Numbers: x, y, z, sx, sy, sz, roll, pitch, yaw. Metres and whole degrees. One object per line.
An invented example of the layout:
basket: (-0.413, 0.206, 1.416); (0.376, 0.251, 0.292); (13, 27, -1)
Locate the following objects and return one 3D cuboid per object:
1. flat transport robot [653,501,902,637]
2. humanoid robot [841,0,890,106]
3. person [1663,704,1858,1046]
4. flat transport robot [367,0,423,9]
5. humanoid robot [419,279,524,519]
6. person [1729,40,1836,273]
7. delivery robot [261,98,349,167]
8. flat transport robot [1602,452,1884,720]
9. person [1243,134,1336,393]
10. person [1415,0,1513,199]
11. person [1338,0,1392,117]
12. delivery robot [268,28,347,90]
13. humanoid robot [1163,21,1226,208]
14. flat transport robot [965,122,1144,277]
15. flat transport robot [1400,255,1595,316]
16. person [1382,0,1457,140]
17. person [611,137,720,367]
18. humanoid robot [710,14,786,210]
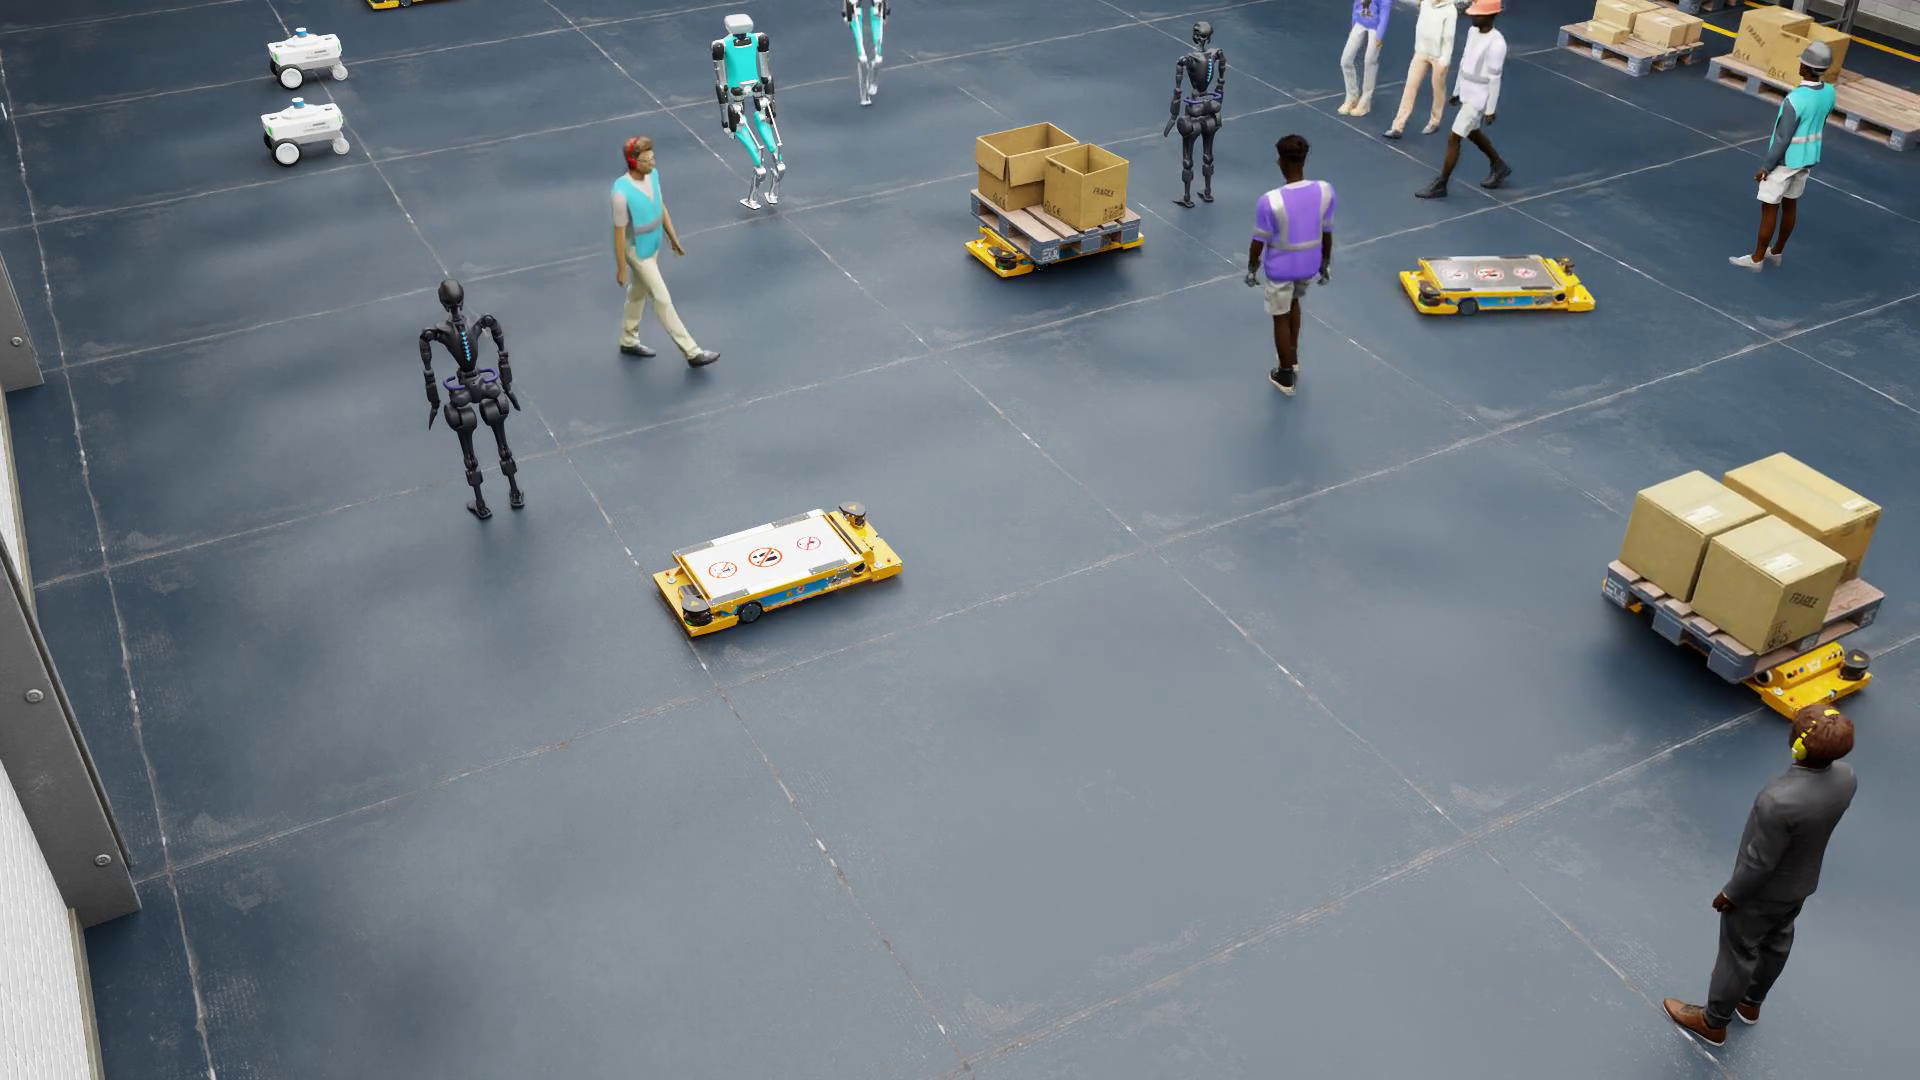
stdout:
flat transport robot: (-1.146, 0.170, 10.474); (1.431, 0.231, 0.659); (-17, 39, -23)
humanoid robot: (-0.953, -5.348, 17.144); (0.542, 1.845, 0.876); (-5, 35, -7)
person: (3.513, 1.464, 7.227); (0.492, 1.875, 0.354); (-17, 38, -23)
flat transport robot: (-6.557, -6.779, 20.395); (1.431, 0.231, 0.659); (-17, 39, -23)
humanoid robot: (-3.168, -0.920, 10.789); (0.599, 1.657, 0.315); (-17, 39, -23)
person: (6.874, -3.144, 13.748); (0.552, 1.941, 0.416); (-17, 38, -23)
delivery robot: (-6.374, -4.004, 16.158); (0.739, 0.566, 0.499); (-17, 39, -23)
flat transport robot: (4.644, 0.508, 9.991); (0.659, 0.231, 1.431); (-17, 39, -23)
person: (2.368, -2.037, 12.166); (0.622, 1.939, 0.645); (-11, 37, -16)
person: (4.727, -4.028, 15.052); (0.913, 1.908, 0.557); (-5, 35, -7)
person: (4.078, -5.144, 16.682); (0.526, 1.847, 0.477); (-30, 45, -35)
delivery robot: (-7.024, -5.206, 17.874); (0.739, 0.566, 0.499); (-17, 39, -23)
humanoid robot: (2.130, -3.829, 14.943); (0.599, 1.657, 0.315); (-17, 39, -23)
flat transport robot: (0.823, -2.626, 14.465); (1.431, 0.231, 0.659); (-17, 39, -23)
flat transport robot: (4.425, -2.101, 13.715); (1.431, 0.231, 0.659); (-1, 35, -2)
person: (4.543, -4.684, 16.205); (0.866, 1.626, 0.487); (-28, 44, -34)
person: (-2.246, -2.135, 12.421); (0.925, 1.800, 0.594); (8, 36, 12)
humanoid robot: (-1.791, -3.701, 14.604); (0.533, 1.677, 0.735); (-17, 39, -23)
